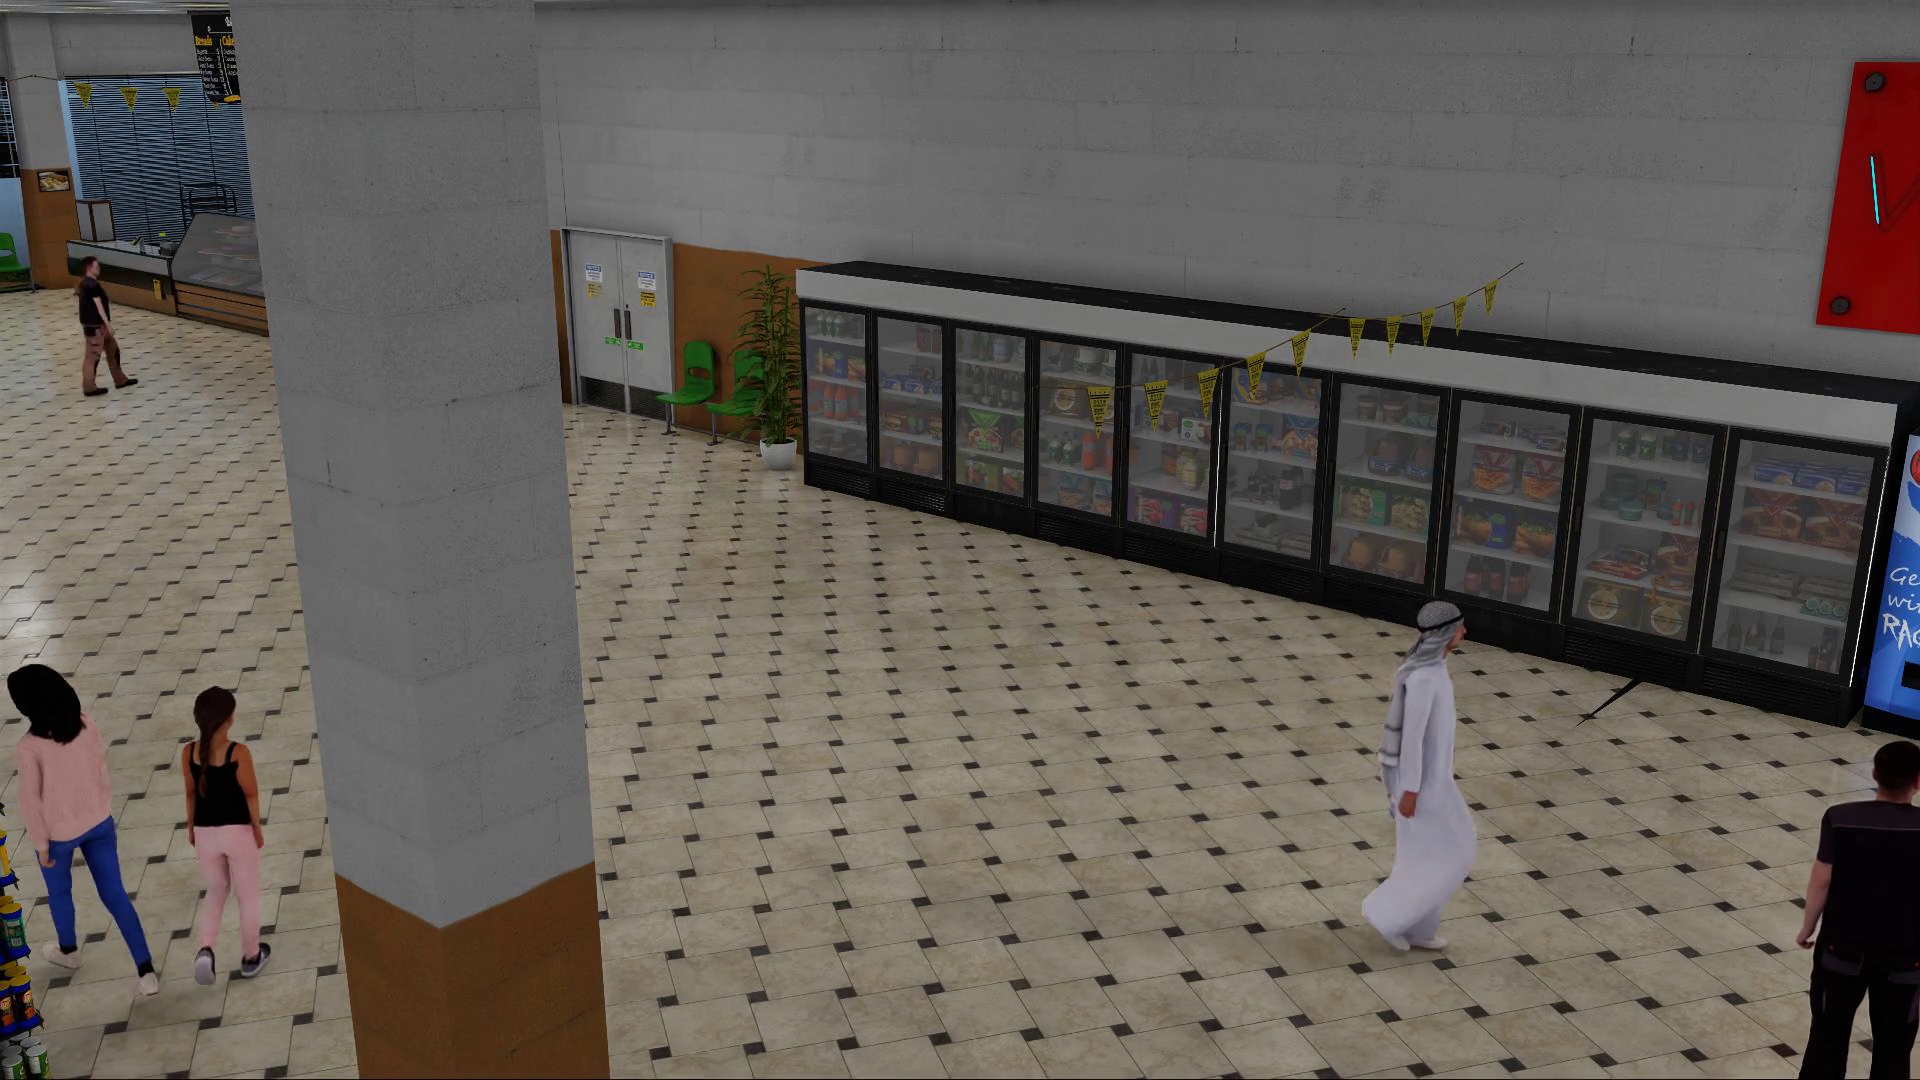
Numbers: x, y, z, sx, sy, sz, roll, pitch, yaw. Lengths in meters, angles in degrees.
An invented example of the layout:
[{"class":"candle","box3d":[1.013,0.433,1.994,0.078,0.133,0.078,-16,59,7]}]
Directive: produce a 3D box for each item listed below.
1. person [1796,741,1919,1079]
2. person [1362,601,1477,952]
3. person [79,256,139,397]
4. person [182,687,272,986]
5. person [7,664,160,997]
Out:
[{"class":"person","box3d":[3.863,1.716,7.034,0.771,1.845,0.683,8,19,25]},{"class":"person","box3d":[2.289,1.219,8.558,0.897,1.910,0.846,5,18,15]},{"class":"person","box3d":[-11.547,-2.816,22.013,1.024,1.813,0.838,-12,20,-33]},{"class":"person","box3d":[-3.664,1.505,8.243,0.793,1.547,0.862,-1,17,-3]},{"class":"person","box3d":[-4.240,1.462,8.092,0.777,1.717,1.153,12,20,33]}]
